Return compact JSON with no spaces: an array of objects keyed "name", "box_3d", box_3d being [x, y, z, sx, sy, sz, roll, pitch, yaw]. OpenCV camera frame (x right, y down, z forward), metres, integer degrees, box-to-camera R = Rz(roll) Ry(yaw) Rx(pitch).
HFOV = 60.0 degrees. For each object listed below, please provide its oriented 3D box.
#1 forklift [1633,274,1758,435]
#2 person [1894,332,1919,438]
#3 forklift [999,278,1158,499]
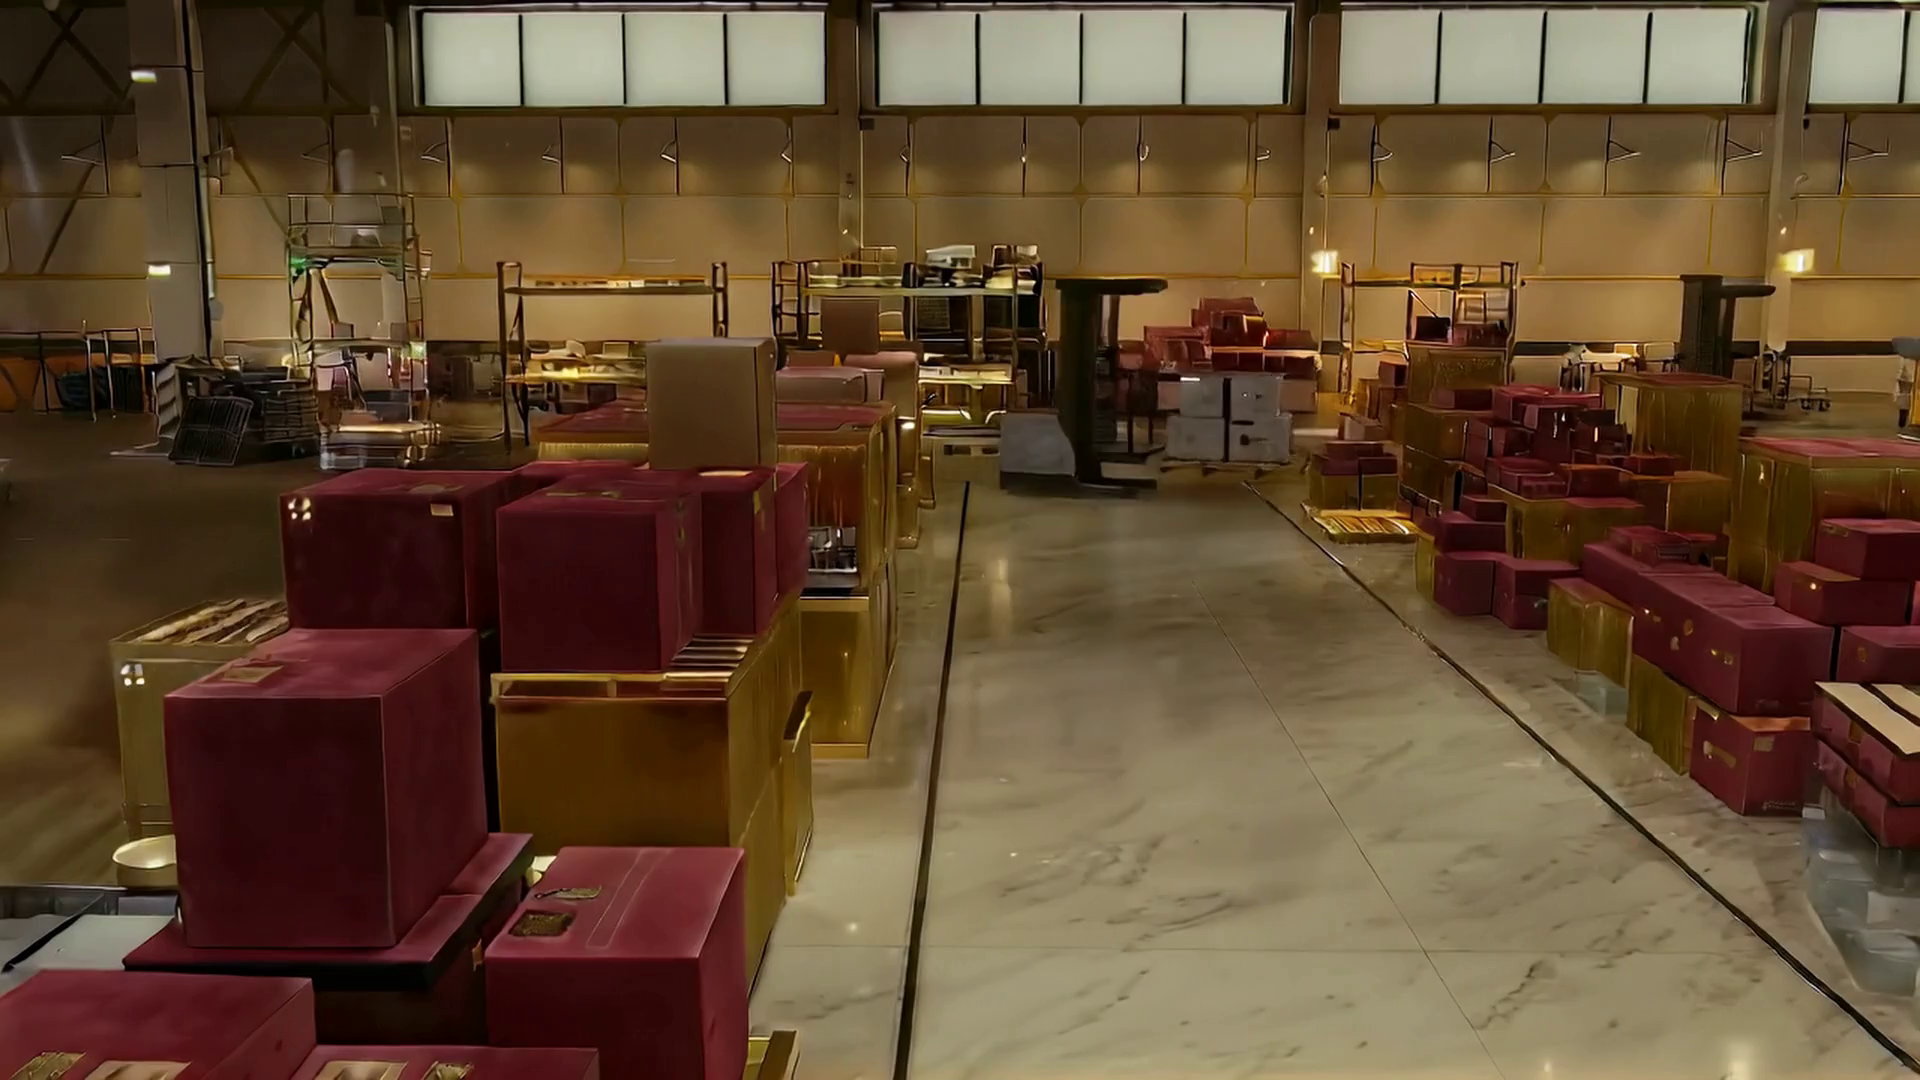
[{"name":"forklift","box_3d":[12.945,-3.275,29.250,1.873,2.768,1.129,0,9,1]},{"name":"person","box_3d":[15.358,-2.381,26.805,0.546,1.919,0.432,6,11,32]},{"name":"forklift","box_3d":[1.548,-2.011,21.679,1.873,2.768,1.129,4,10,21]}]
